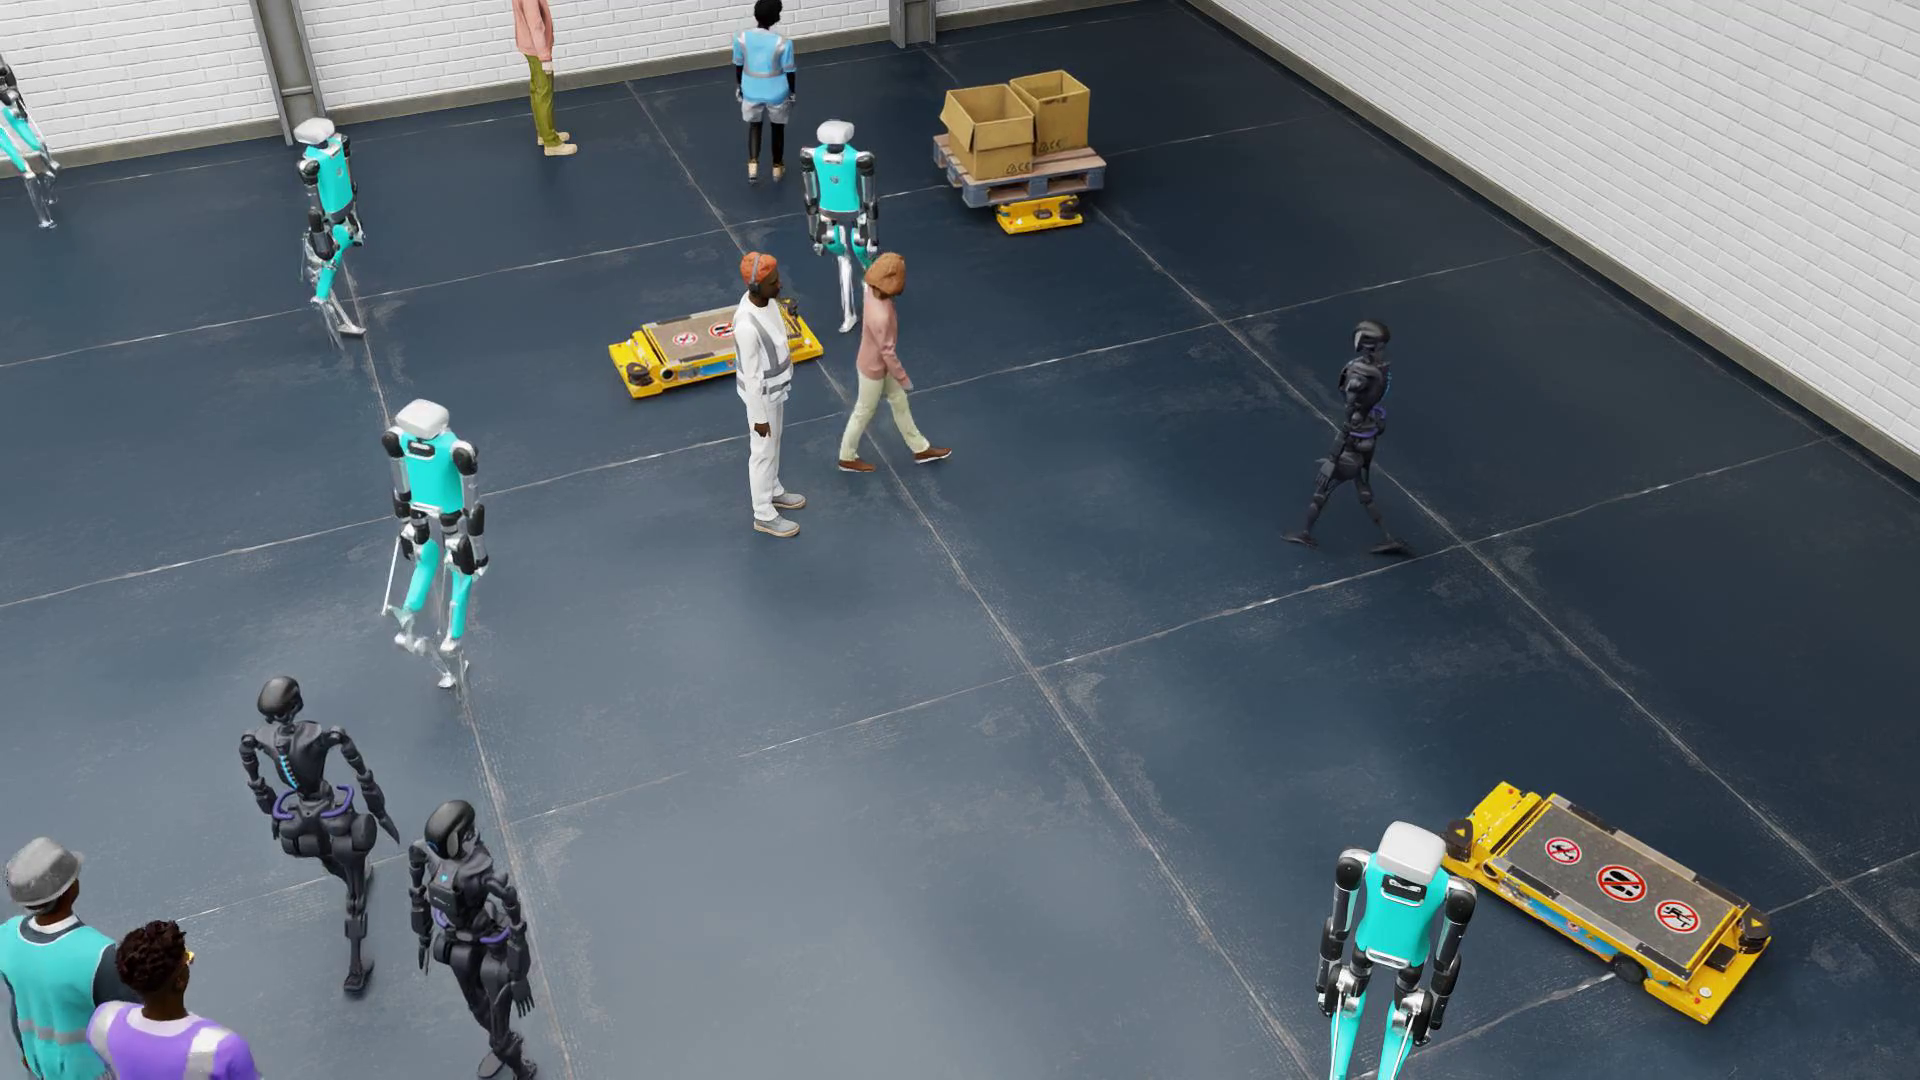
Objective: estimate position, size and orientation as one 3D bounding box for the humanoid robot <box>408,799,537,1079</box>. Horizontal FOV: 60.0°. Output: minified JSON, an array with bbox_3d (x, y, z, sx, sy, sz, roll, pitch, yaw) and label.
[{"bbox_3d":[-2.015,1.697,6.903,0.584,1.648,0.342,14,40,17],"label":"humanoid robot"}]

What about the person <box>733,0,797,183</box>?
[{"bbox_3d":[-1.626,-3.792,14.052,0.557,1.667,0.481,5,38,6],"label":"person"}]

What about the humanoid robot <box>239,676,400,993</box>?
[{"bbox_3d":[-2.873,1.251,7.530,0.589,1.622,0.797,-1,38,-2],"label":"humanoid robot"}]

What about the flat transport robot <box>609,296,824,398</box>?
[{"bbox_3d":[-1.780,-1.417,12.118,1.431,0.231,0.659,-15,40,-19],"label":"flat transport robot"}]

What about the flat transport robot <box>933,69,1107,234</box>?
[{"bbox_3d":[0.481,-3.036,14.225,0.659,0.231,1.431,-11,39,-14],"label":"flat transport robot"}]

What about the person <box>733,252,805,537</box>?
[{"bbox_3d":[-1.172,-0.893,10.111,0.343,1.882,0.586,3,38,4],"label":"person"}]

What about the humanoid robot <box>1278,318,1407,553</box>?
[{"bbox_3d":[2.384,-0.588,9.925,0.769,1.640,0.589,17,41,21],"label":"humanoid robot"}]

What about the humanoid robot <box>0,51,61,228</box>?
[{"bbox_3d":[-7.664,-3.412,13.551,0.803,1.802,0.530,14,40,17],"label":"humanoid robot"}]

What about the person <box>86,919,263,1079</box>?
[{"bbox_3d":[-2.734,2.113,6.142,0.618,1.946,0.456,10,39,13],"label":"person"}]

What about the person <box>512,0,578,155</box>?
[{"bbox_3d":[-3.694,-4.289,14.570,0.374,1.837,0.523,-14,40,-18],"label":"person"}]

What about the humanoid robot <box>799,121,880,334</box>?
[{"bbox_3d":[-0.798,-2.264,12.015,0.538,1.775,0.771,6,38,8],"label":"humanoid robot"}]

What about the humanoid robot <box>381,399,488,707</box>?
[{"bbox_3d":[-2.839,0.206,8.899,0.547,1.898,0.733,11,39,14],"label":"humanoid robot"}]

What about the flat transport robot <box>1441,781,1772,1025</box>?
[{"bbox_3d":[3.102,1.697,8.064,1.431,0.231,0.659,31,47,34],"label":"flat transport robot"}]

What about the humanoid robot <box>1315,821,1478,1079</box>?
[{"bbox_3d":[1.601,1.899,6.487,0.533,1.677,0.735,15,40,18],"label":"humanoid robot"}]

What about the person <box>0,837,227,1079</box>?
[{"bbox_3d":[-3.322,1.890,6.501,0.604,1.868,1.049,12,39,15],"label":"person"}]

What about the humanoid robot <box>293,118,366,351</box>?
[{"bbox_3d":[-4.605,-2.138,11.936,0.716,1.888,0.543,9,38,11],"label":"humanoid robot"}]

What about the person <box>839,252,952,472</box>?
[{"bbox_3d":[-0.450,-1.105,10.623,0.774,1.595,0.501,1,38,1],"label":"person"}]
